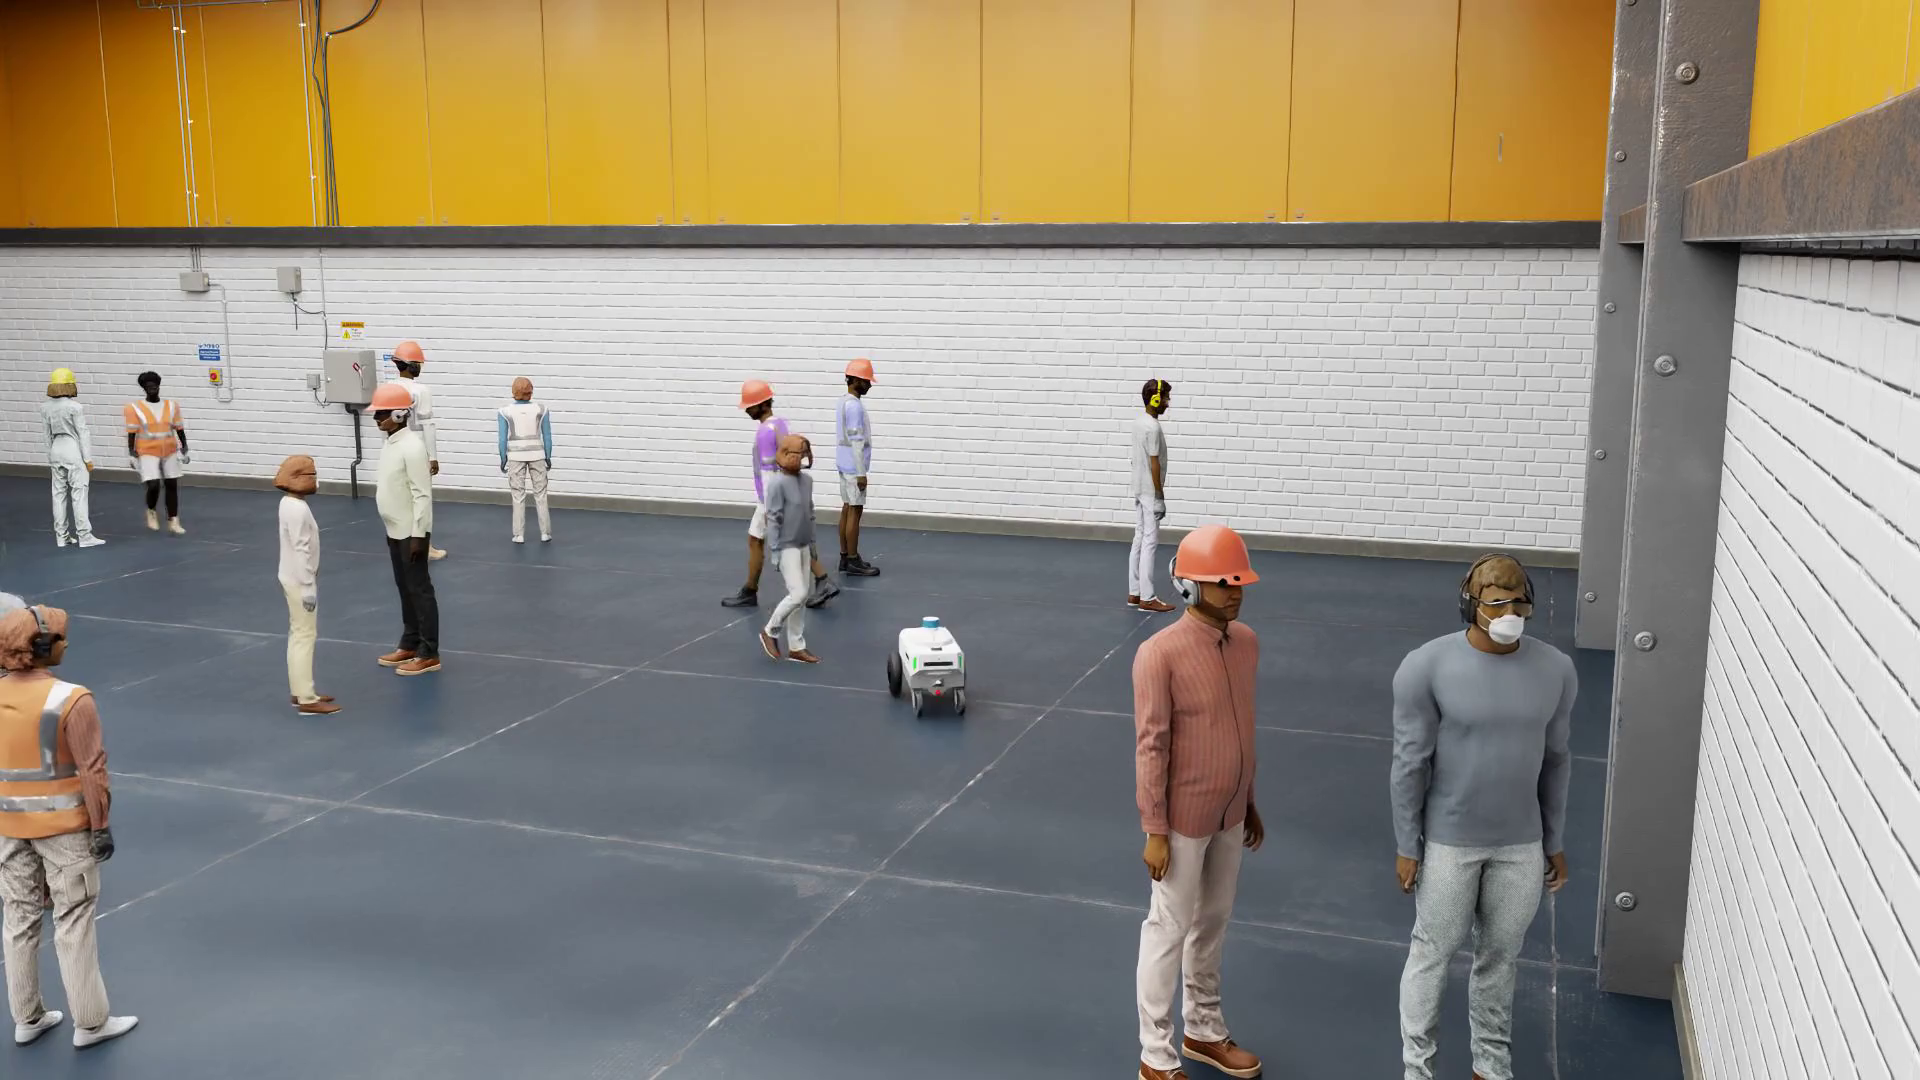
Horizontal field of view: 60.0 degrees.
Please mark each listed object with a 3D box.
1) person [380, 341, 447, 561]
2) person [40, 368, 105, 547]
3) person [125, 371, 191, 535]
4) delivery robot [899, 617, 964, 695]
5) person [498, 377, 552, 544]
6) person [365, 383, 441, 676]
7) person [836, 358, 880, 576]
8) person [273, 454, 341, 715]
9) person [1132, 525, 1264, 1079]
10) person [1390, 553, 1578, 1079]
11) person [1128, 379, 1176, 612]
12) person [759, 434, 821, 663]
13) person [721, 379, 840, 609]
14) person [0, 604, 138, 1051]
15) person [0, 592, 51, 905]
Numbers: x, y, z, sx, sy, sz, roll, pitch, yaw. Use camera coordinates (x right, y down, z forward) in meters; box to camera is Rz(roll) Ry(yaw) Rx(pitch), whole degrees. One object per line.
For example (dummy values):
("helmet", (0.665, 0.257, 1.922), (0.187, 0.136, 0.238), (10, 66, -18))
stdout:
("person", (-5.069, -0.817, 15.415), (0.615, 2.041, 0.384), (5, 11, 26))
("person", (-8.640, -0.797, 16.145), (0.486, 1.745, 0.295), (2, 10, 12))
("person", (-8.034, -0.865, 16.684), (0.385, 1.674, 0.604), (9, 14, 42))
("delivery robot", (-0.185, 0.734, 10.605), (0.477, 0.478, 0.707), (-1, 10, -8))
("person", (-4.259, -0.777, 16.320), (0.515, 1.641, 0.314), (-3, 11, -18))
("person", (-3.807, -0.075, 11.371), (0.395, 1.994, 0.613), (-7, 12, -35))
("person", (-0.912, -0.645, 14.773), (0.375, 1.927, 0.543), (-3, 10, -16))
("person", (-4.116, 0.273, 10.432), (0.288, 1.632, 0.504), (-5, 11, -27))
("person", (0.833, 0.930, 5.714), (0.377, 1.995, 0.608), (10, 14, 44))
("person", (1.724, 0.996, 5.499), (0.629, 1.940, 0.373), (-2, 10, -9))
("person", (1.534, -0.358, 13.349), (0.326, 1.861, 0.519), (-2, 10, -13))
("person", (-1.152, 0.068, 11.588), (0.361, 1.621, 0.517), (5, 11, 26))
("person", (-1.439, -0.354, 13.312), (0.946, 1.877, 0.565), (1, 10, 8))
("person", (-3.322, 1.049, 6.053), (0.517, 1.636, 0.314), (2, 10, 12))
("person", (-4.093, 0.812, 6.911), (0.576, 1.838, 0.843), (-1, 10, -7))
